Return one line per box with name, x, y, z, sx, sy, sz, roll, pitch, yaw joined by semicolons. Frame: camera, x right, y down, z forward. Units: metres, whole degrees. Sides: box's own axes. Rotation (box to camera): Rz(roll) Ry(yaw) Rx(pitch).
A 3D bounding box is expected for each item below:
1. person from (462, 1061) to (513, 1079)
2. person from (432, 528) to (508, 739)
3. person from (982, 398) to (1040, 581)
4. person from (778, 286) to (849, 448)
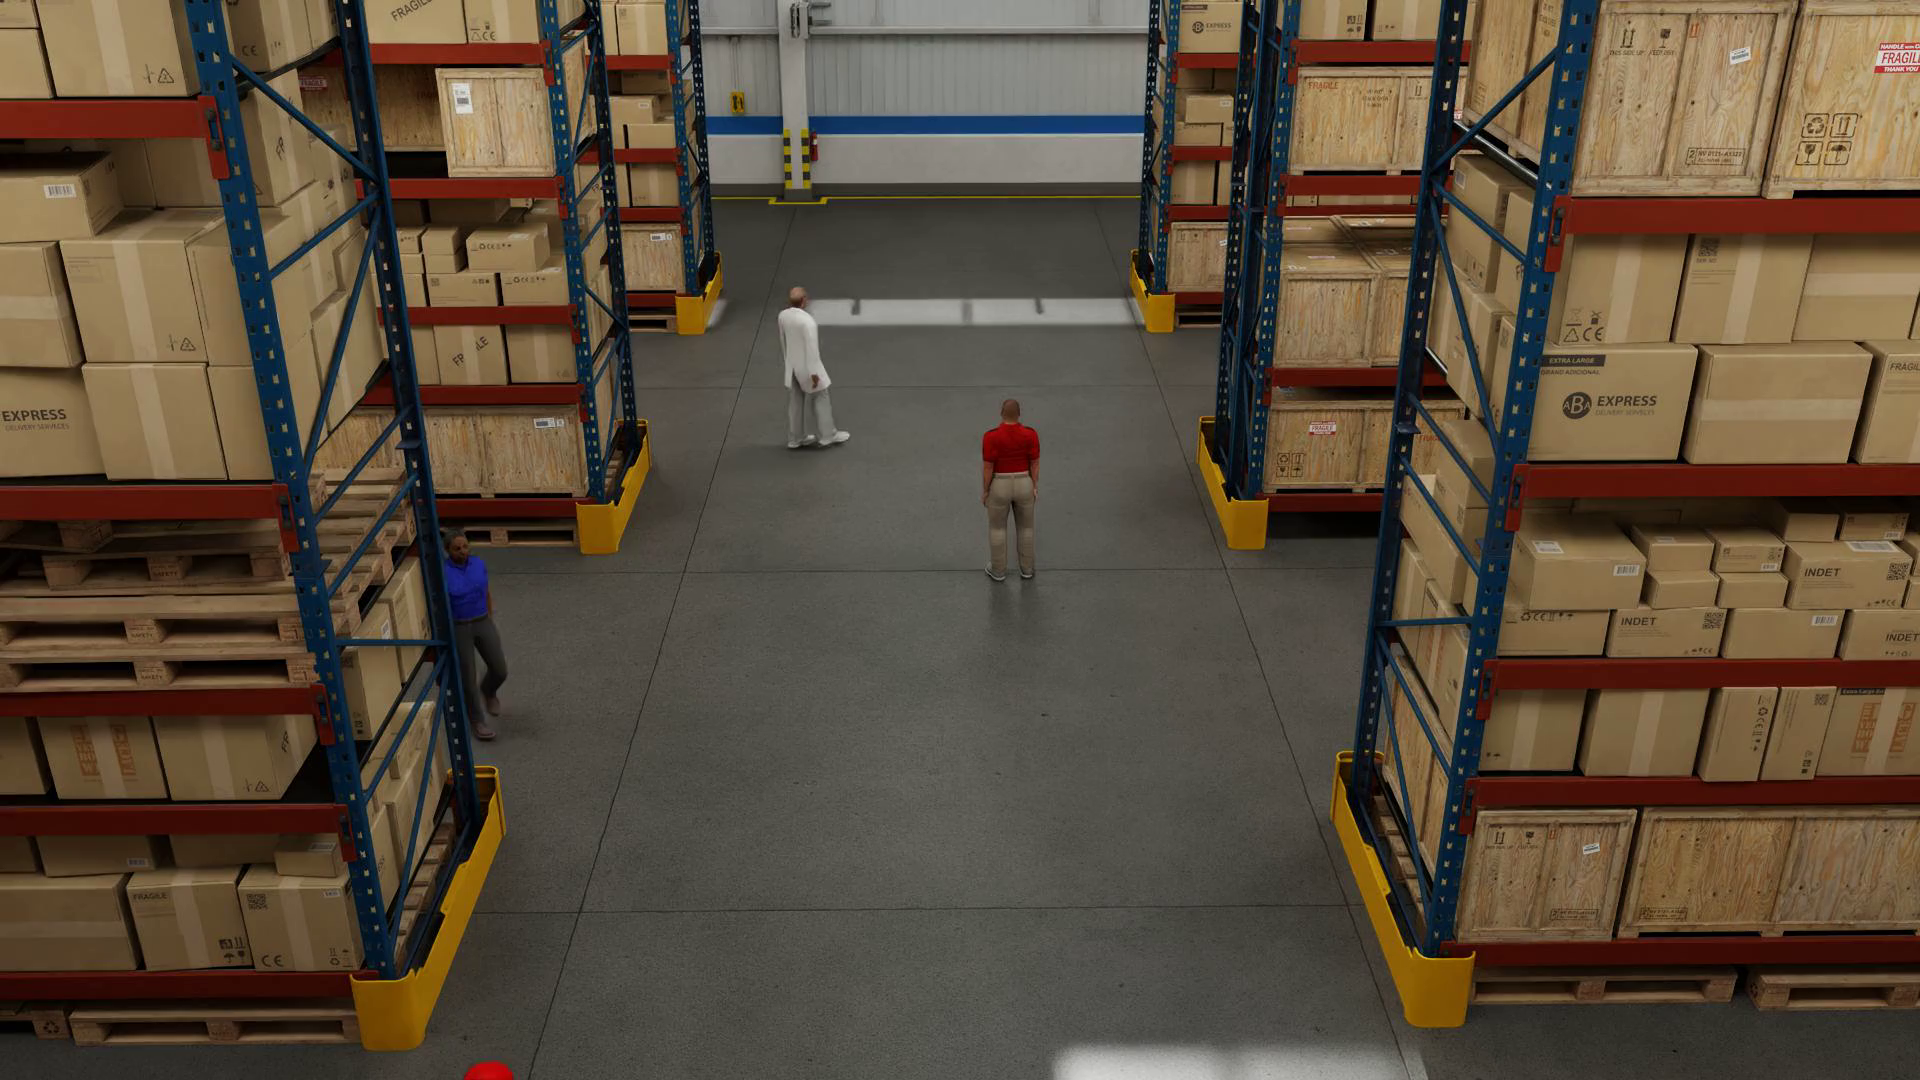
person;-2.052;3.042;7.342;0.383;1.795;0.529;-21;32;-37
person;-3.698;0.691;12.520;0.458;1.662;0.498;-19;31;-35
person;0.446;-0.464;14.916;0.528;1.728;0.385;-4;25;-8
person;-1.613;-1.881;17.852;0.619;1.786;0.665;20;32;36
